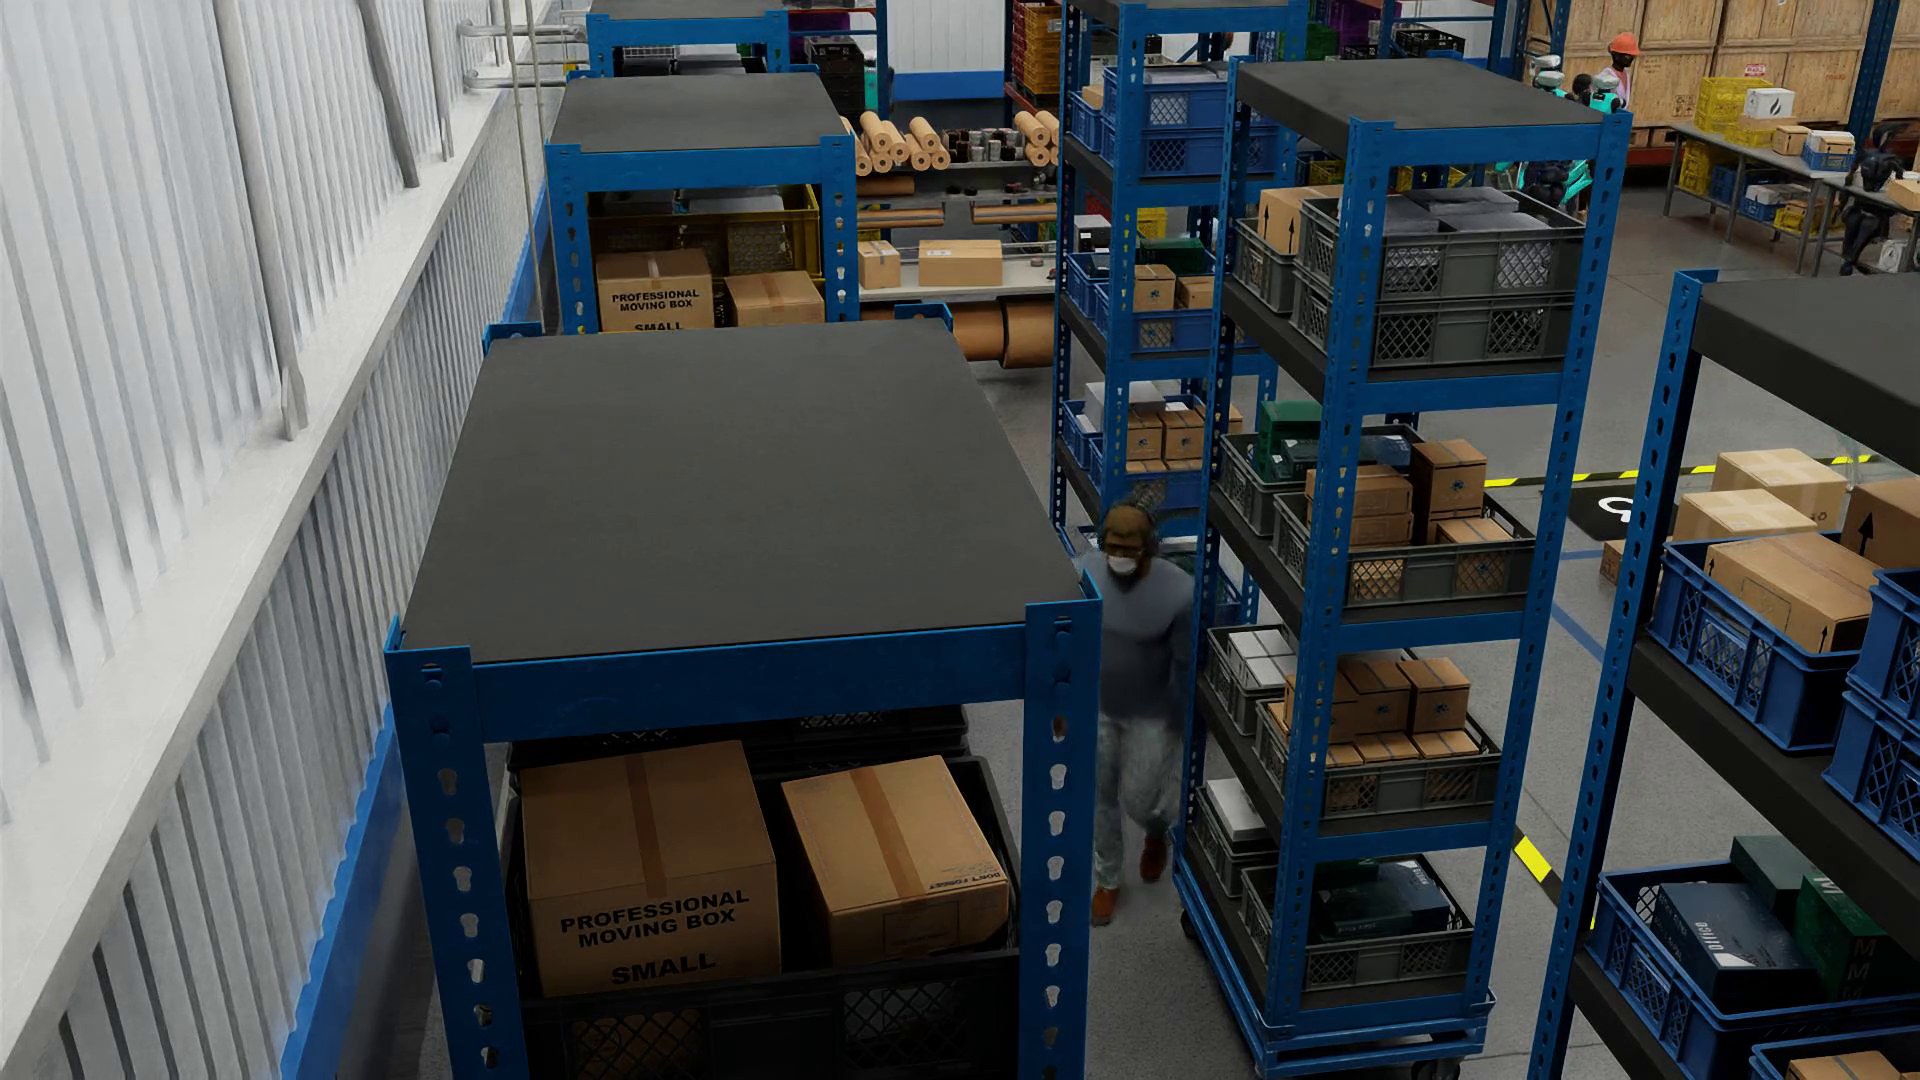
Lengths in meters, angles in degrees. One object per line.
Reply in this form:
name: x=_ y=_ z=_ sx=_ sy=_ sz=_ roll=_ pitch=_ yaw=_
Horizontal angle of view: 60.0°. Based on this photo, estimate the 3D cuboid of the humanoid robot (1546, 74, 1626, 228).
humanoid robot: x=6.125 y=-3.757 z=16.592 sx=0.748 sy=1.696 sz=0.530 roll=-9 pitch=26 yaw=-18

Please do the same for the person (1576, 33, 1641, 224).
person: x=6.821 y=-4.271 z=17.464 sx=0.390 sy=2.040 sz=0.613 roll=21 pitch=32 yaw=38

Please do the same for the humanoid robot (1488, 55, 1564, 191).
humanoid robot: x=6.057 y=-4.379 z=18.009 sx=0.727 sy=1.736 sz=0.531 roll=20 pitch=32 yaw=37

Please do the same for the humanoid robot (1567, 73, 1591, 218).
humanoid robot: x=6.366 y=-4.002 z=17.310 sx=0.615 sy=1.654 sz=0.302 roll=-8 pitch=26 yaw=-16

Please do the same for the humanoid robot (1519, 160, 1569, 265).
humanoid robot: x=5.705 y=-3.496 z=16.235 sx=0.602 sy=1.634 sz=0.627 roll=-15 pitch=29 yaw=-29

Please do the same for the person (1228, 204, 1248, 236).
person: x=2.453 y=-3.042 z=15.045 sx=0.431 sy=1.836 sz=0.617 roll=-3 pitch=25 yaw=-7

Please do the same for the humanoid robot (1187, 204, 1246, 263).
humanoid robot: x=2.181 y=-2.420 z=13.955 sx=0.601 sy=1.642 sz=0.816 roll=22 pitch=32 yaw=39

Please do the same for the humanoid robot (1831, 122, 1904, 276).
humanoid robot: x=8.321 y=-3.008 z=15.189 sx=0.659 sy=1.634 sz=0.611 roll=-10 pitch=27 yaw=-22

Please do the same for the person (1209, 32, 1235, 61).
person: x=2.989 y=-4.995 z=19.228 sx=0.339 sy=1.879 sz=0.582 roll=-13 pitch=28 yaw=-27

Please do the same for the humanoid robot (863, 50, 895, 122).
humanoid robot: x=-1.040 y=-4.574 z=18.477 sx=0.542 sy=1.752 sz=0.950 roll=-8 pitch=26 yaw=-17

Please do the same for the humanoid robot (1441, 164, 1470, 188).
humanoid robot: x=5.062 y=-3.968 z=17.235 sx=0.608 sy=1.647 sz=0.467 roll=-14 pitch=28 yaw=-28

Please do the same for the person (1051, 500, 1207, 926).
person: x=0.681 y=0.691 z=6.814 sx=0.640 sy=1.922 sz=0.487 roll=11 pitch=27 yaw=23

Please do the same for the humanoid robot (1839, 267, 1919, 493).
humanoid robot: x=6.135 y=-1.034 z=10.809 sx=1.031 sy=1.740 sz=0.532 roll=-10 pitch=27 yaw=-21

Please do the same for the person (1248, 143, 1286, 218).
person: x=2.834 y=-3.284 z=15.566 sx=0.404 sy=1.832 sz=0.590 roll=4 pitch=25 yaw=9

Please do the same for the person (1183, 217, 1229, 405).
person: x=1.629 y=-1.271 z=11.173 sx=0.396 sy=1.847 sz=0.587 roll=-5 pitch=25 yaw=-10

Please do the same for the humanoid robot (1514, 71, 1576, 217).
humanoid robot: x=5.747 y=-3.768 z=16.673 sx=0.540 sy=1.756 sz=0.688 roll=17 pitch=29 yaw=32
